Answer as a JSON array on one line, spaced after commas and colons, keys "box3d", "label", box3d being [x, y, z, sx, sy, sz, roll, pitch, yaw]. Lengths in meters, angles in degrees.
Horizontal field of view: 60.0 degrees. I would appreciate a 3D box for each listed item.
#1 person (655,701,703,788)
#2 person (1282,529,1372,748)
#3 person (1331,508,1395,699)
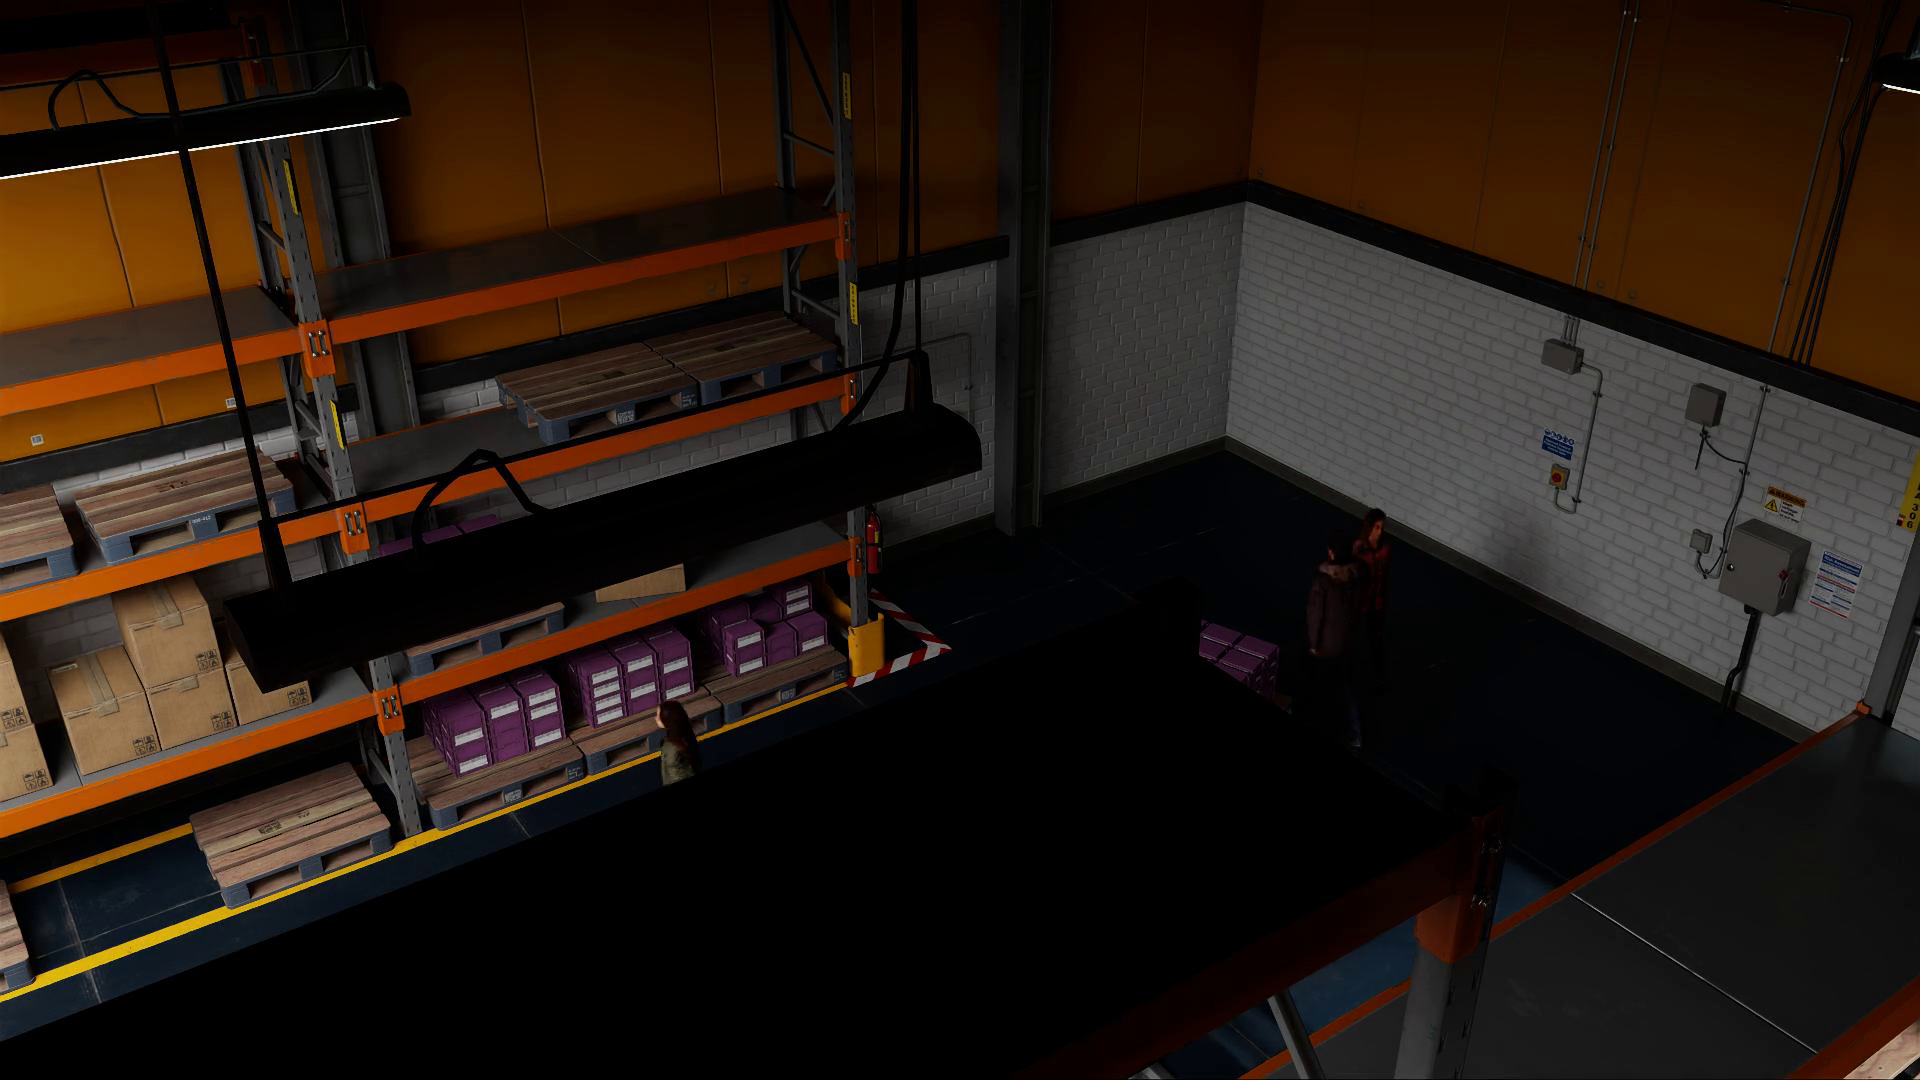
[{"box3d": [-1.911, 1.773, 11.886, 1.073, 1.433, 0.989, 3, 29, 6], "label": "person"}, {"box3d": [3.033, 0.820, 13.253, 1.185, 1.797, 0.951, -12, 31, -22], "label": "person"}, {"box3d": [3.352, 0.463, 14.055, 1.098, 1.655, 0.941, -8, 30, -14], "label": "person"}]
